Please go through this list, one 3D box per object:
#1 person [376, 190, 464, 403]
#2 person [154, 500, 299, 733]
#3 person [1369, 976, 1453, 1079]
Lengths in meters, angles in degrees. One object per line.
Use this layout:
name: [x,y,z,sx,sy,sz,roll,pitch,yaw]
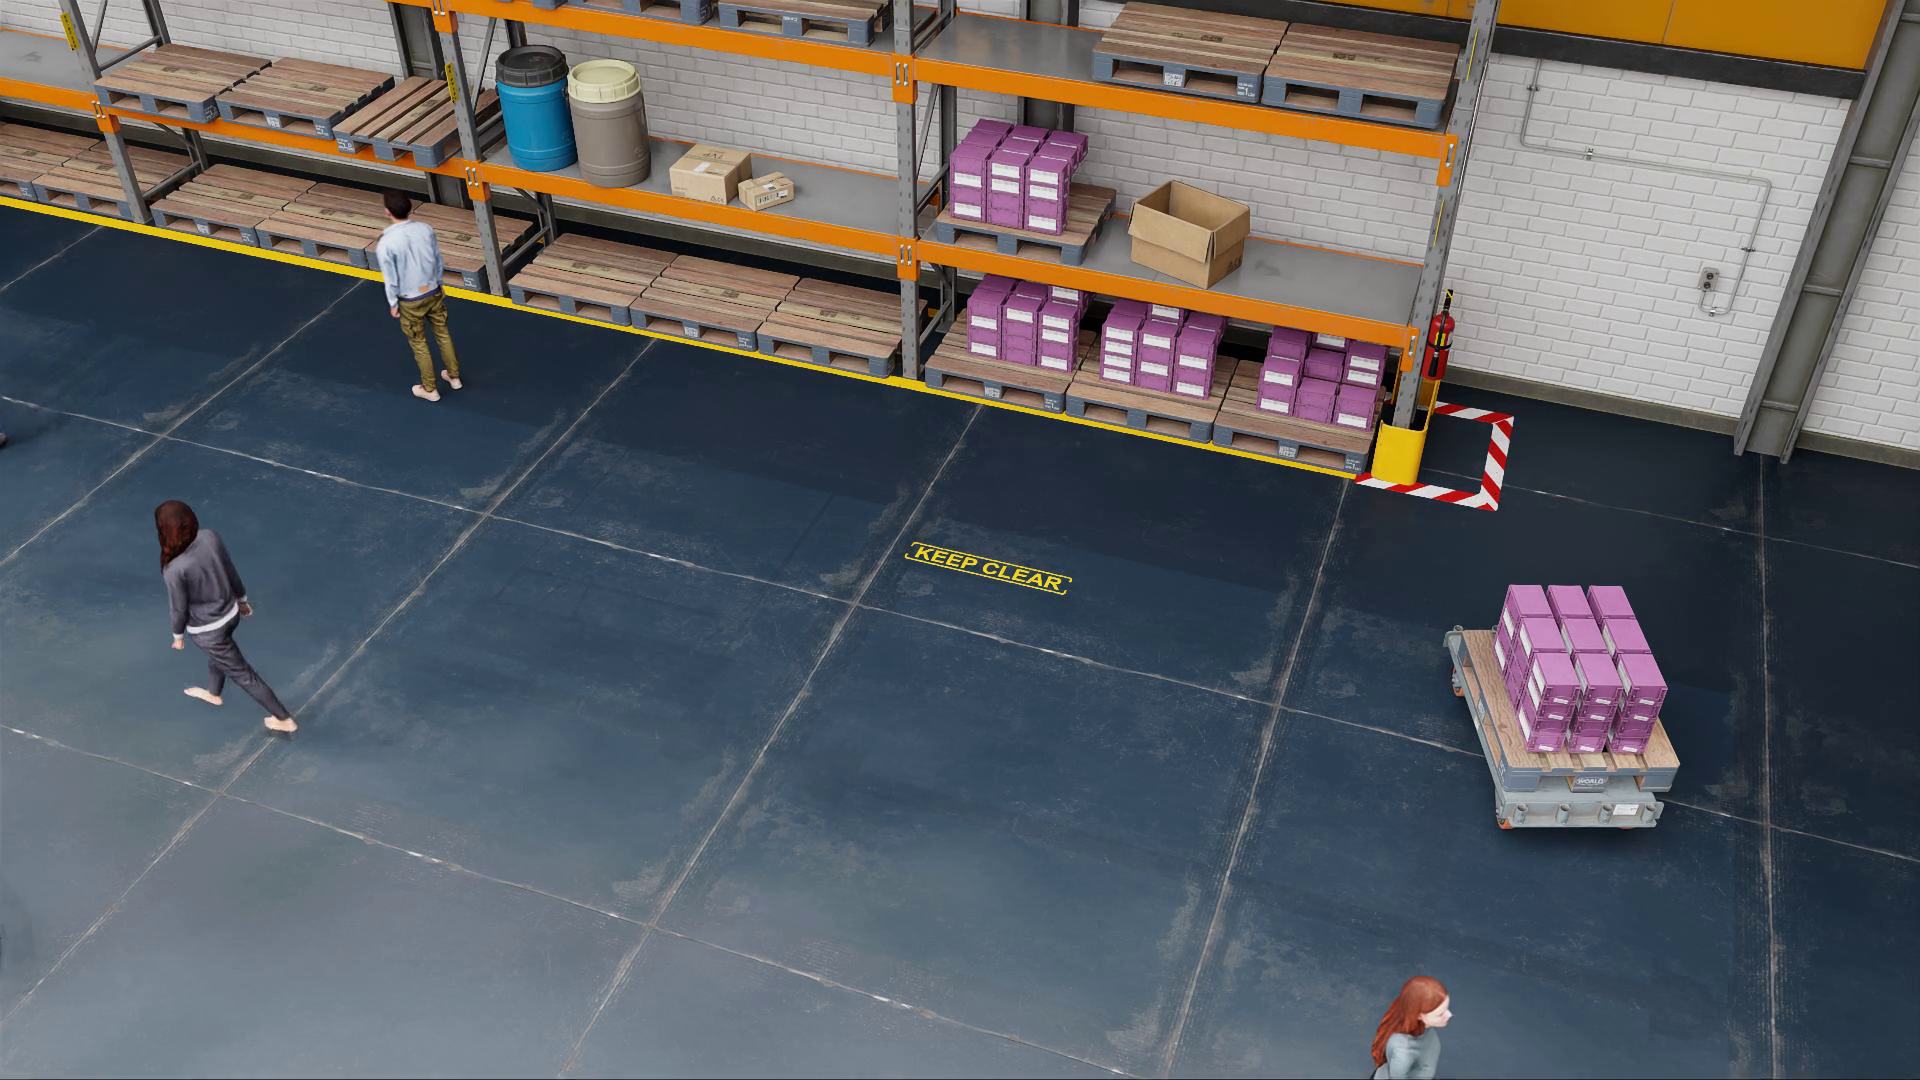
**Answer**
person: [-4.310,-1.949,13.239,0.699,1.812,0.749,28,46,30]
person: [-4.507,0.520,10.219,1.101,1.723,0.685,10,40,12]
person: [1.986,2.575,7.630,0.549,1.742,0.587,15,41,18]
